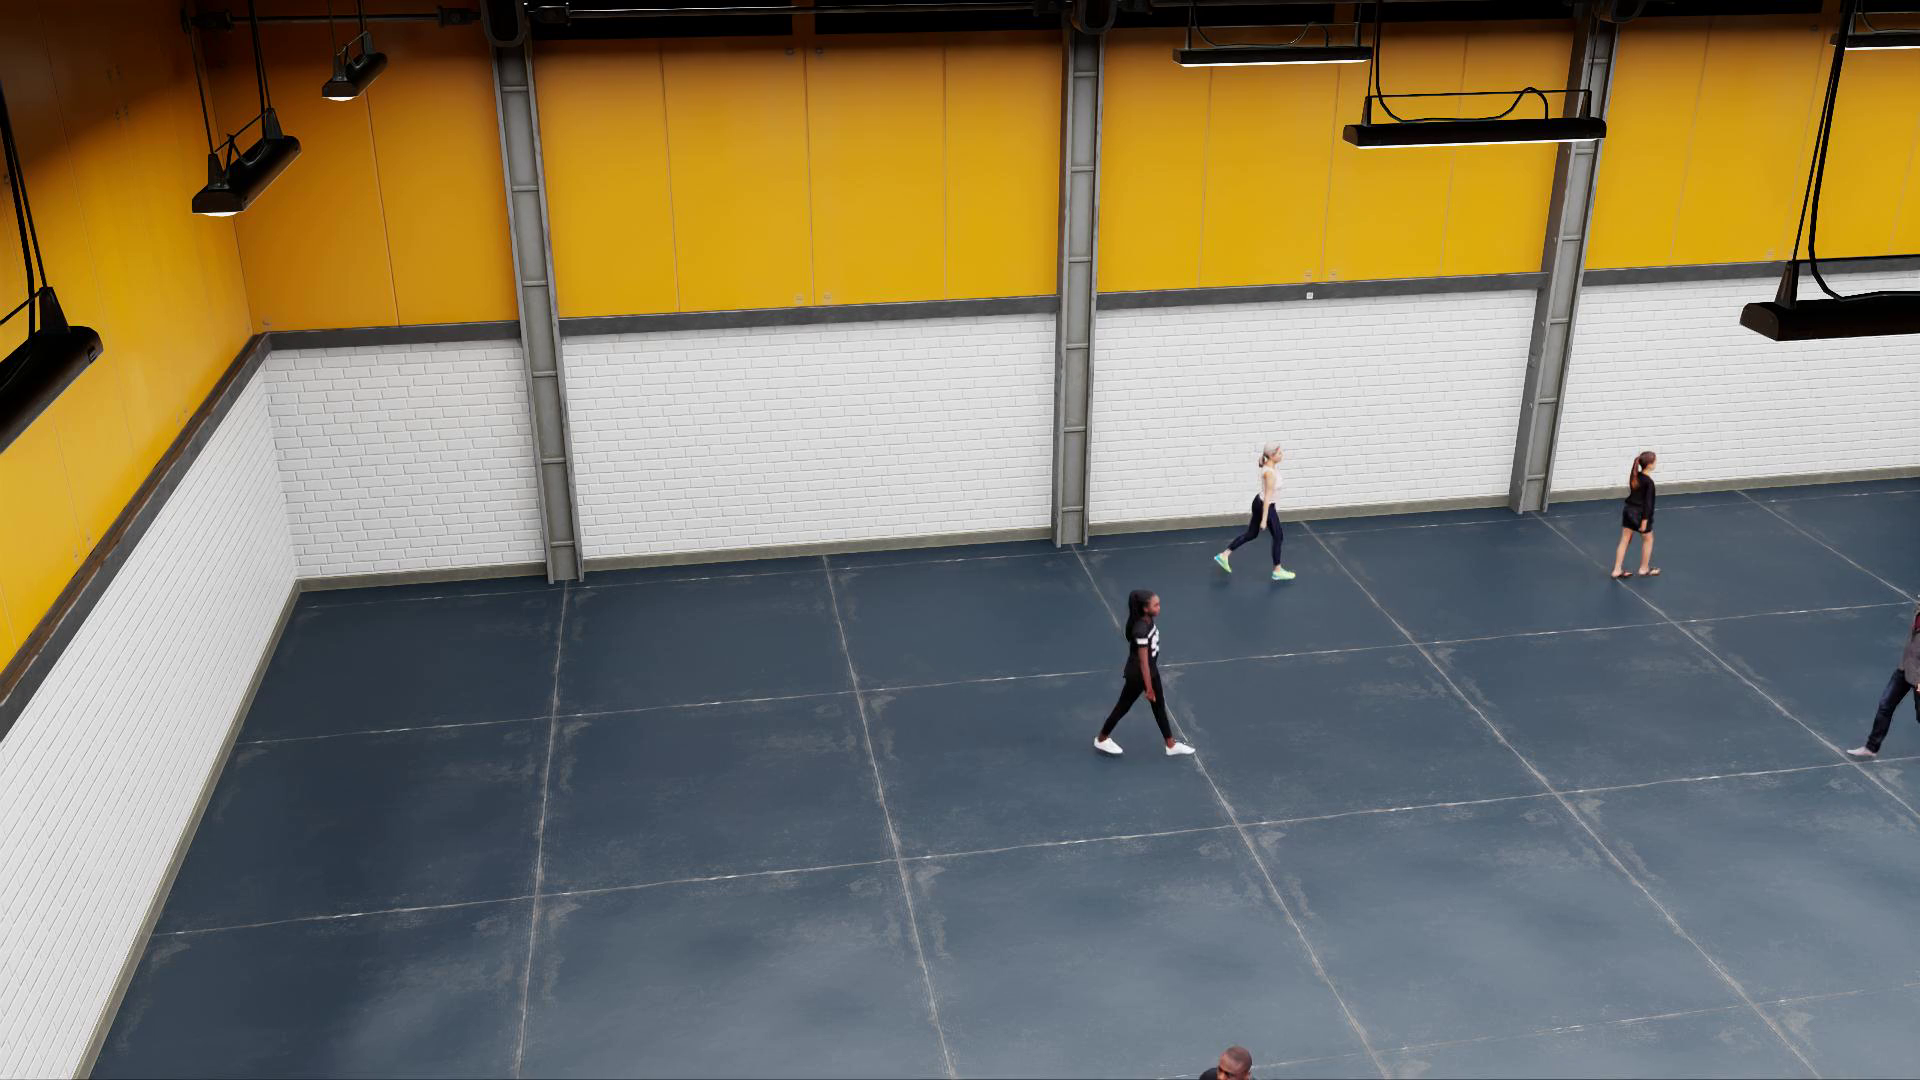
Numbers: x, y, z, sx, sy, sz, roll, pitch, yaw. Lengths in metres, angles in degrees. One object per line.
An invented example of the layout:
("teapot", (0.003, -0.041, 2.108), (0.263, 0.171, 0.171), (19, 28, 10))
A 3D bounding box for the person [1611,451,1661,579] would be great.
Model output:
("person", (7.676, -0.275, 19.012), (0.833, 1.540, 0.610), (-8, 25, -17))

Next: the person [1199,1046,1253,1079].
("person", (1.630, 3.665, 9.708), (1.135, 1.773, 1.280), (21, 31, 39))

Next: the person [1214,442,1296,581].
("person", (3.378, -0.320, 18.958), (1.217, 1.665, 0.793), (1, 24, 3))

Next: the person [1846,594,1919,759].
("person", (8.835, 1.226, 15.204), (1.158, 1.840, 0.693), (-5, 24, -11))

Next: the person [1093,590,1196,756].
("person", (1.583, 1.262, 15.320), (1.262, 1.680, 0.982), (7, 24, 15))
